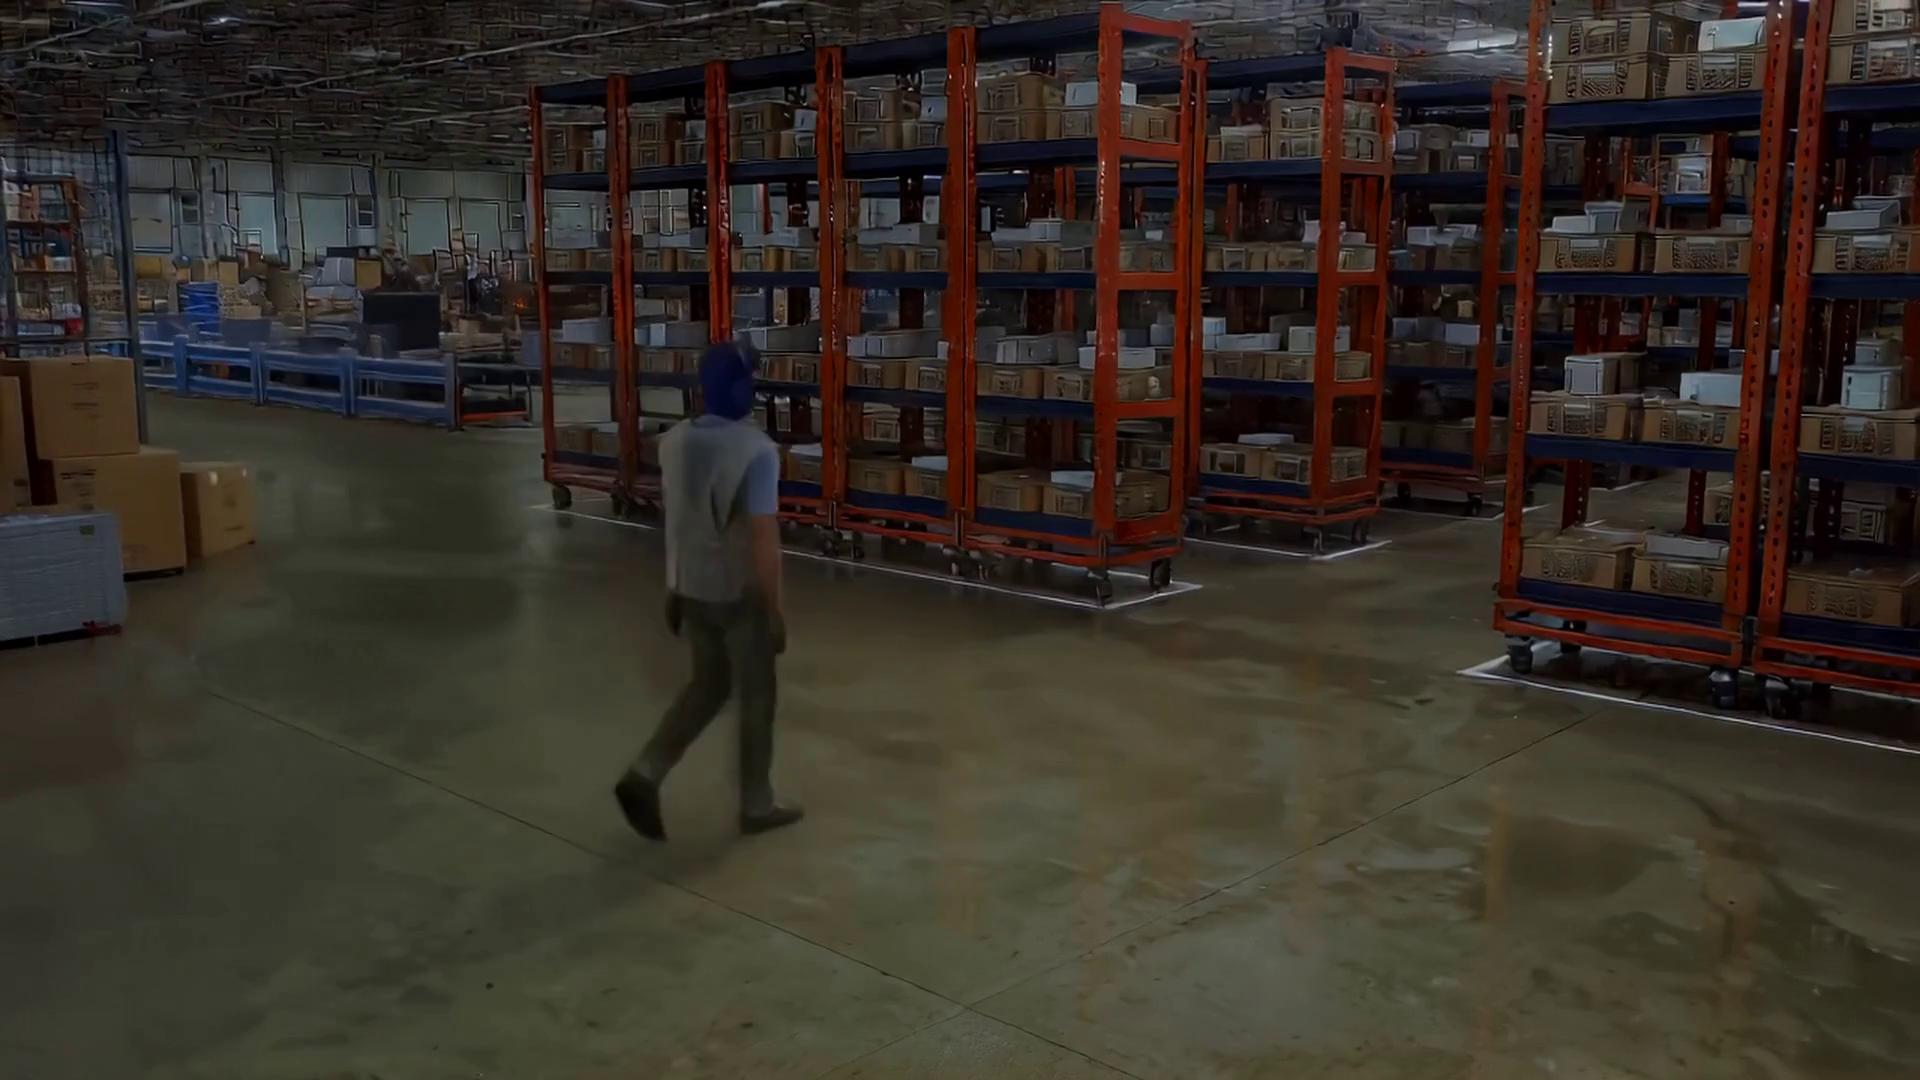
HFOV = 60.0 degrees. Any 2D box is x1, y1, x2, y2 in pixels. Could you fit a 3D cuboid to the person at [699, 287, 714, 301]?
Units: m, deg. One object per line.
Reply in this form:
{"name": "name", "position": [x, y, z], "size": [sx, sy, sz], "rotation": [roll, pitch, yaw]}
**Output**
{"name": "person", "position": [-7.764, -7.134, 50.954], "size": [0.613, 1.809, 0.628], "rotation": [-9, 13, -44]}

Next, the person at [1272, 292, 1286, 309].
{"name": "person", "position": [11.056, -8.051, 57.239], "size": [0.519, 1.584, 0.848], "rotation": [8, 12, 41]}

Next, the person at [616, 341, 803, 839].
{"name": "person", "position": [-0.885, 0.207, 5.934], "size": [0.564, 1.825, 0.664], "rotation": [8, 12, 40]}

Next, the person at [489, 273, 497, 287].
{"name": "person", "position": [-23.937, -12.756, 85.277], "size": [0.616, 1.879, 0.973], "rotation": [2, 10, 13]}

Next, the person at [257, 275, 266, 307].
{"name": "person", "position": [-24.381, -8.339, 58.165], "size": [0.510, 1.872, 0.328], "rotation": [9, 13, 43]}

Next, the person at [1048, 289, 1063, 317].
{"name": "person", "position": [1.423, -2.987, 25.459], "size": [0.598, 1.830, 0.403], "rotation": [1, 9, 7]}

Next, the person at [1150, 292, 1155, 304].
{"name": "person", "position": [7.239, -9.215, 63.619], "size": [0.656, 1.848, 1.026], "rotation": [-9, 13, -43]}

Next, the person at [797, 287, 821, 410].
{"name": "person", "position": [-1.919, -2.252, 20.734], "size": [0.409, 1.907, 0.648], "rotation": [-8, 12, -39]}

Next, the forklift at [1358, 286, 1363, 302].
{"name": "forklift", "position": [11.100, -7.017, 46.970], "size": [1.873, 2.768, 1.129], "rotation": [9, 13, 43]}

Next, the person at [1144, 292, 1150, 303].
{"name": "person", "position": [7.032, -9.024, 62.890], "size": [0.317, 1.698, 0.538], "rotation": [1, 9, 4]}

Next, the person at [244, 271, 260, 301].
{"name": "person", "position": [-26.891, -9.238, 63.294], "size": [0.612, 1.994, 0.395], "rotation": [-3, 10, -18]}

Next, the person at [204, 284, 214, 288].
{"name": "person", "position": [-35.015, -11.497, 77.746], "size": [0.876, 1.811, 0.624], "rotation": [-8, 12, -41]}

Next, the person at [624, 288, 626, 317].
{"name": "person", "position": [-8.280, -5.469, 40.884], "size": [0.522, 1.769, 0.319], "rotation": [1, 9, 6]}
